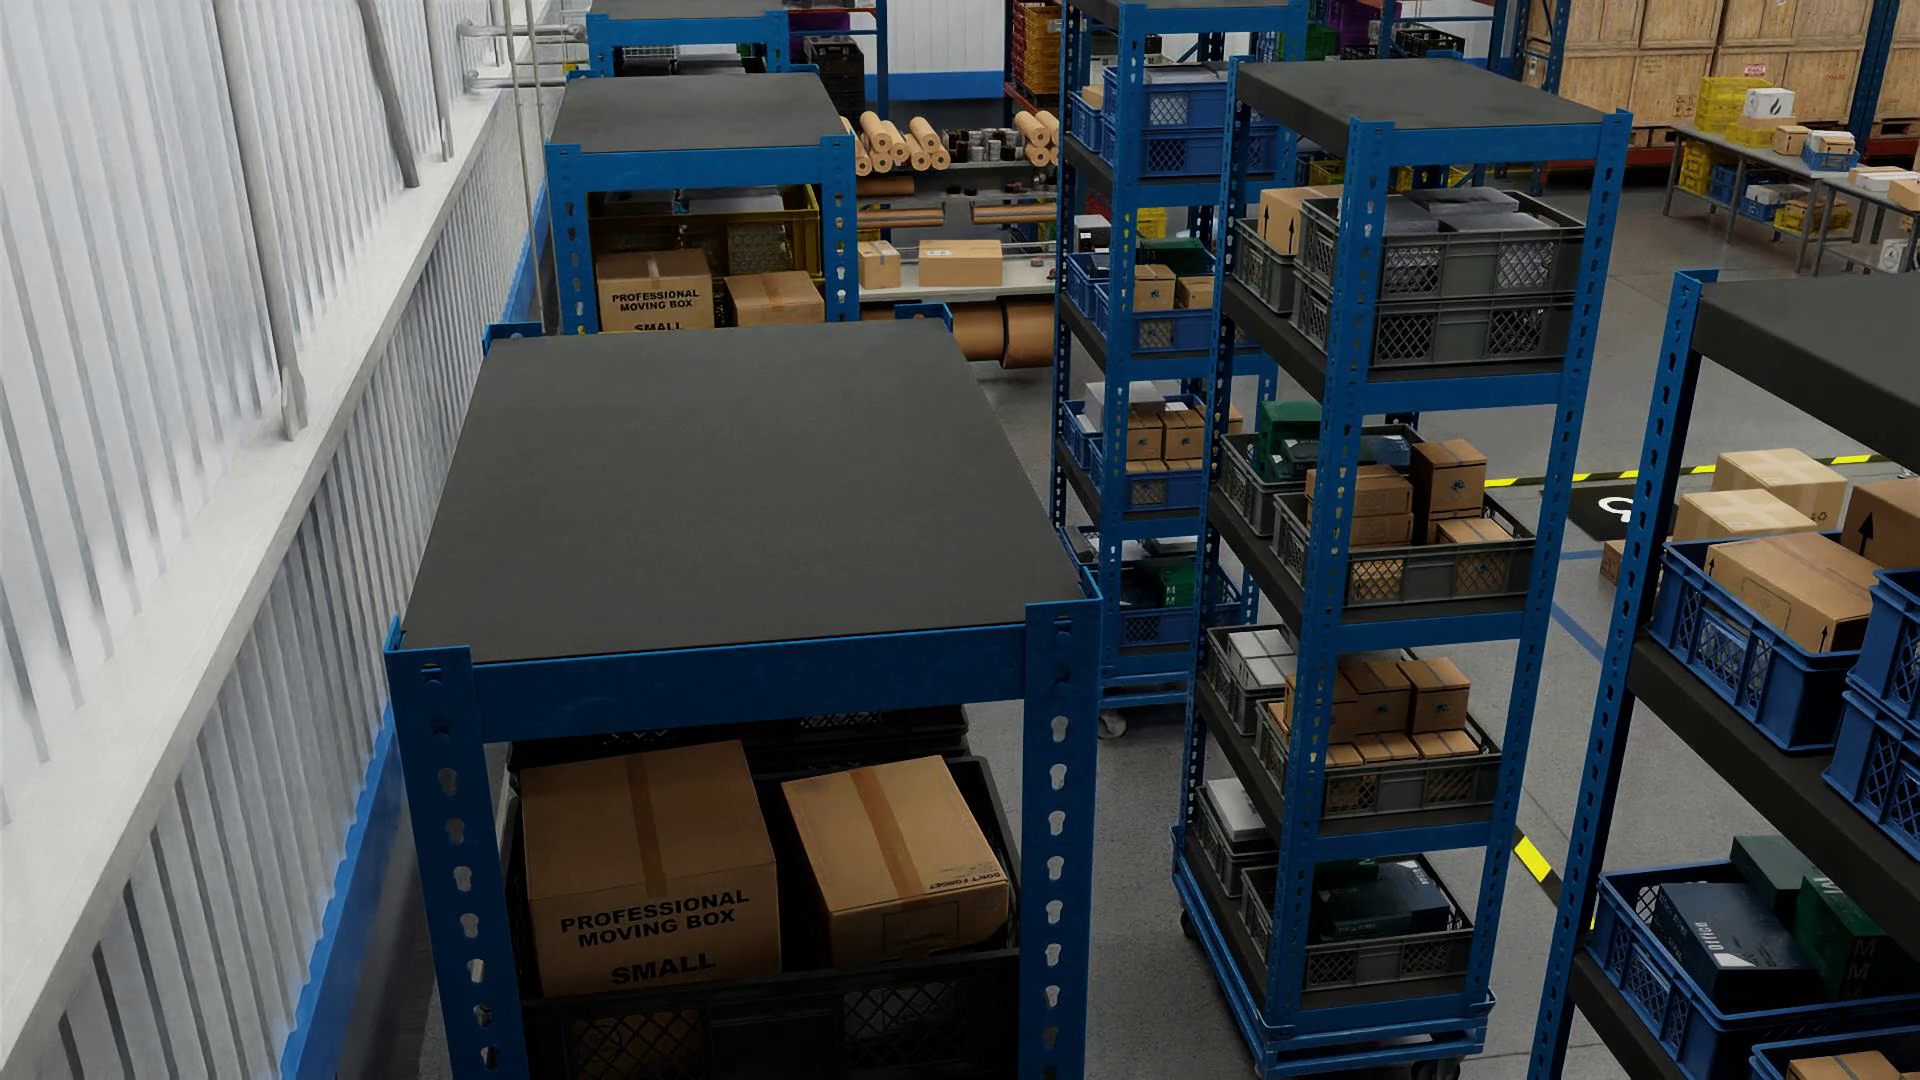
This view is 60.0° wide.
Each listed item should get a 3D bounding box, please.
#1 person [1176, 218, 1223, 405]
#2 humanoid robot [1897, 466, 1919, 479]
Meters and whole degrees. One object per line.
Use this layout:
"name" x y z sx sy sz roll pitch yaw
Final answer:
"person" 1.613 -1.271 11.169 0.389 1.849 0.595 -5 25 -10
"humanoid robot" 6.431 -1.142 10.866 0.735 1.675 0.533 -11 27 -22
